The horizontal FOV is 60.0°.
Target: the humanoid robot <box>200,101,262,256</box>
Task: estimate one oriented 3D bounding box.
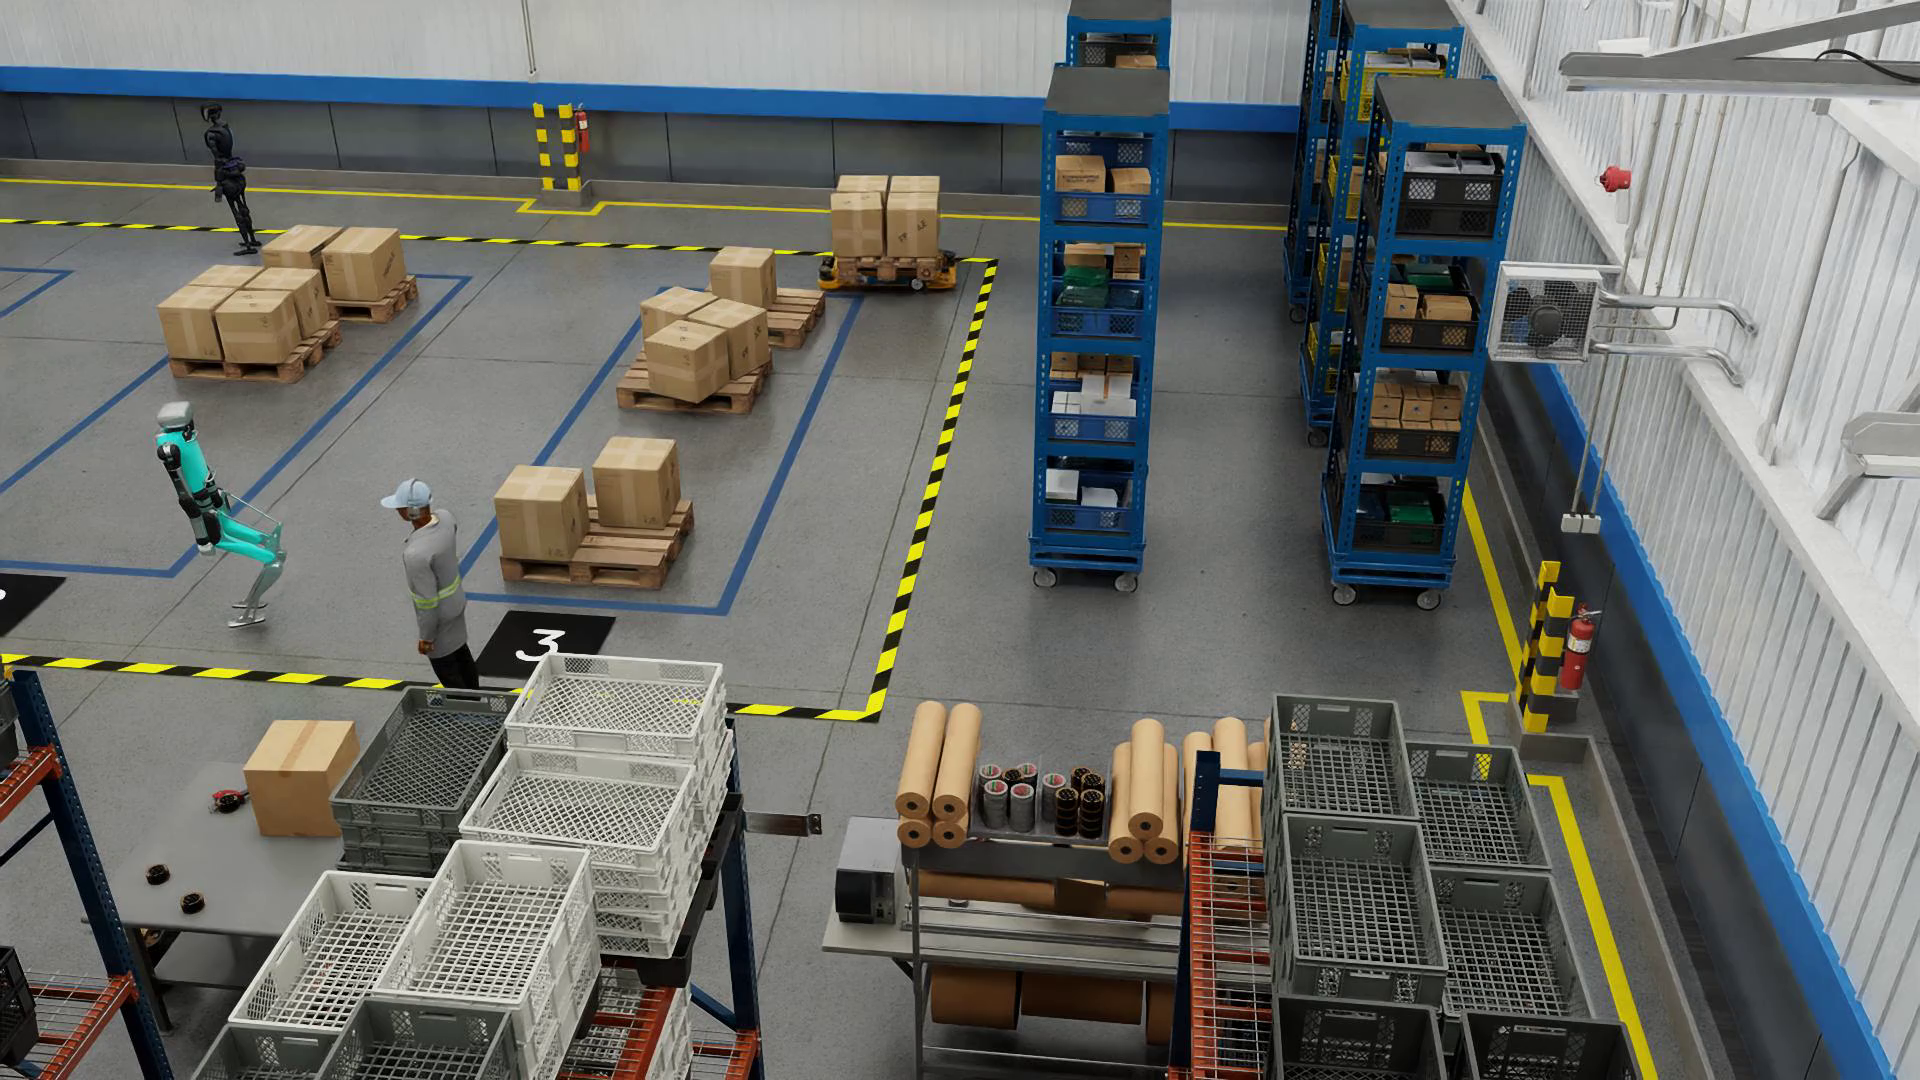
[{"bbox_3d":[-7.913,-3.919,17.991,0.315,1.656,0.599,-3,30,-4],"label":"humanoid robot"}]

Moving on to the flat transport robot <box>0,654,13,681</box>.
[{"bbox_3d":[-7.142,0.969,11.010,1.431,0.231,0.659,3,30,6],"label":"flat transport robot"}]

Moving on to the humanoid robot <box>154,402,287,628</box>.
[{"bbox_3d":[-4.968,-0.183,11.397,0.735,1.675,0.533,-5,31,-9],"label":"humanoid robot"}]

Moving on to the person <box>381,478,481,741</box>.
[{"bbox_3d":[-3.268,0.442,10.340,0.384,1.851,0.596,1,30,2],"label":"person"}]

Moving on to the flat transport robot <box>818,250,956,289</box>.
[{"bbox_3d":[-0.760,-2.868,17.572,1.431,0.197,0.652,0,30,1],"label":"flat transport robot"}]
